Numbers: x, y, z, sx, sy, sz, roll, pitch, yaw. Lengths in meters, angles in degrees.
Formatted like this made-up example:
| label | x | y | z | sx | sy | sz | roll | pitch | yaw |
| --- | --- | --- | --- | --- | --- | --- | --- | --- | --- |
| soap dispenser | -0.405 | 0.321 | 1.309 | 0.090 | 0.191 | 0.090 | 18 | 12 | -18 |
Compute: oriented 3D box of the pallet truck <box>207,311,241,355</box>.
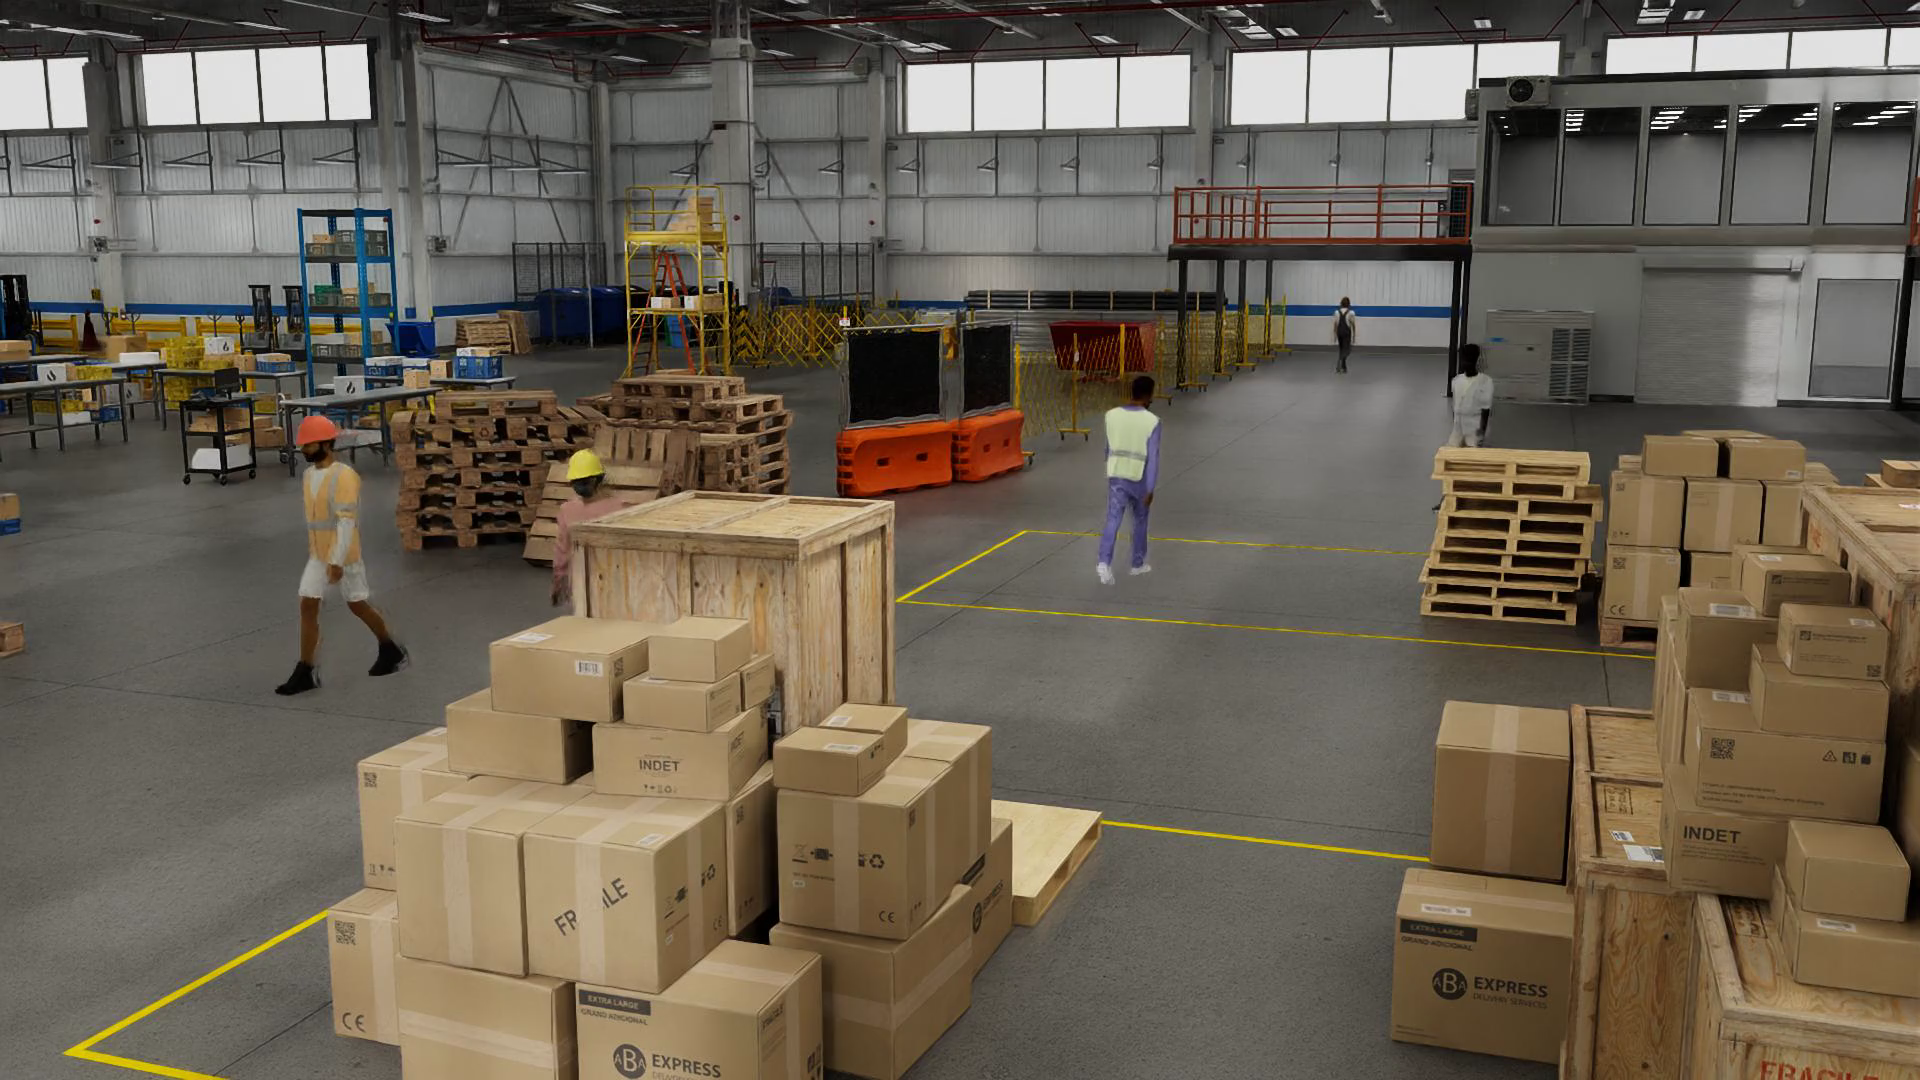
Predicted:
| label | x | y | z | sx | sy | sz | roll | pitch | yaw |
| --- | --- | --- | --- | --- | --- | --- | --- | --- | --- |
| pallet truck | -19.537 | -5.575 | 44.913 | 0.653 | 1.274 | 1.630 | 3 | 11 | 19 |

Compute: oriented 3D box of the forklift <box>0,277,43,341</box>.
| label | x | y | z | sx | sy | sz | roll | pitch | yaw |
| --- | --- | --- | --- | --- | --- | --- | --- | --- | --- |
| forklift | -27.151 | -6.329 | 46.328 | 1.157 | 1.987 | 2.680 | 3 | 11 | 17 |

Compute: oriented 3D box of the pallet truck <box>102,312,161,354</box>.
| label | x | y | z | sx | sy | sz | roll | pitch | yaw |
| --- | --- | --- | --- | --- | --- | --- | --- | --- | --- |
| pallet truck | -23.057 | -5.777 | 46.261 | 0.680 | 1.201 | 1.601 | 3 | 11 | 19 |

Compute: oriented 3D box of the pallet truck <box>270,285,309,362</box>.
| label | x | y | z | sx | sy | sz | roll | pitch | yaw |
| --- | --- | --- | --- | --- | --- | --- | --- | --- | --- |
| pallet truck | -17.147 | -5.700 | 43.663 | 0.823 | 1.965 | 1.885 | 3 | 11 | 17 |

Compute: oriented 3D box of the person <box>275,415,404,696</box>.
| label | x | y | z | sx | sy | sz | roll | pitch | yaw |
| --- | --- | --- | --- | --- | --- | --- | --- | --- | --- |
| person | -4.292 | 0.073 | 11.458 | 0.544 | 1.898 | 0.958 | 5 | 11 | 28 |

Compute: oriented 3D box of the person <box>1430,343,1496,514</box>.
| label | x | y | z | sx | sy | sz | roll | pitch | yaw |
| --- | --- | --- | --- | --- | --- | --- | --- | --- | --- |
| person | 5.616 | -1.213 | 18.570 | 0.731 | 1.940 | 0.610 | -7 | 12 | -33 |

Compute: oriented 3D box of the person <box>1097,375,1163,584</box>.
| label | x | y | z | sx | sy | sz | roll | pitch | yaw |
| --- | --- | --- | --- | --- | --- | --- | --- | --- | --- |
| person | 1.520 | -0.551 | 15.020 | 0.595 | 1.875 | 0.941 | 6 | 12 | 30 |

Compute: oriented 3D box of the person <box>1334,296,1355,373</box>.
| label | x | y | z | sx | sy | sz | roll | pitch | yaw |
| --- | --- | --- | --- | --- | --- | --- | --- | --- | --- |
| person | 9.086 | -4.852 | 39.358 | 0.526 | 1.831 | 0.629 | 6 | 12 | 32 |

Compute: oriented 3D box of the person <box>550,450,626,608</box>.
| label | x | y | z | sx | sy | sz | roll | pitch | yaw |
| --- | --- | --- | --- | --- | --- | --- | --- | --- | --- |
| person | -2.372 | 0.305 | 10.548 | 0.545 | 1.735 | 0.721 | 5 | 11 | 24 |

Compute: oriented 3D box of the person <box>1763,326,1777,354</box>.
| label | x | y | z | sx | sy | sz | roll | pitch | yaw |
| --- | --- | --- | --- | --- | --- | --- | --- | --- | --- |
| person | 18.486 | -4.554 | 37.672 | 0.533 | 1.833 | 0.951 | -6 | 12 | -32 |

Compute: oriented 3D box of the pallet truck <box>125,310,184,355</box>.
| label | x | y | z | sx | sy | sz | roll | pitch | yaw |
| --- | --- | --- | --- | --- | --- | --- | --- | --- | --- |
| pallet truck | -22.038 | -5.665 | 45.457 | 0.704 | 1.261 | 1.522 | 3 | 11 | 17 |

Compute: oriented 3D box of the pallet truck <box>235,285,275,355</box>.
| label | x | y | z | sx | sy | sz | roll | pitch | yaw |
| --- | --- | --- | --- | --- | --- | --- | --- | --- | --- |
| pallet truck | -18.327 | -5.835 | 44.421 | 0.823 | 1.965 | 1.885 | 4 | 11 | 23 |
